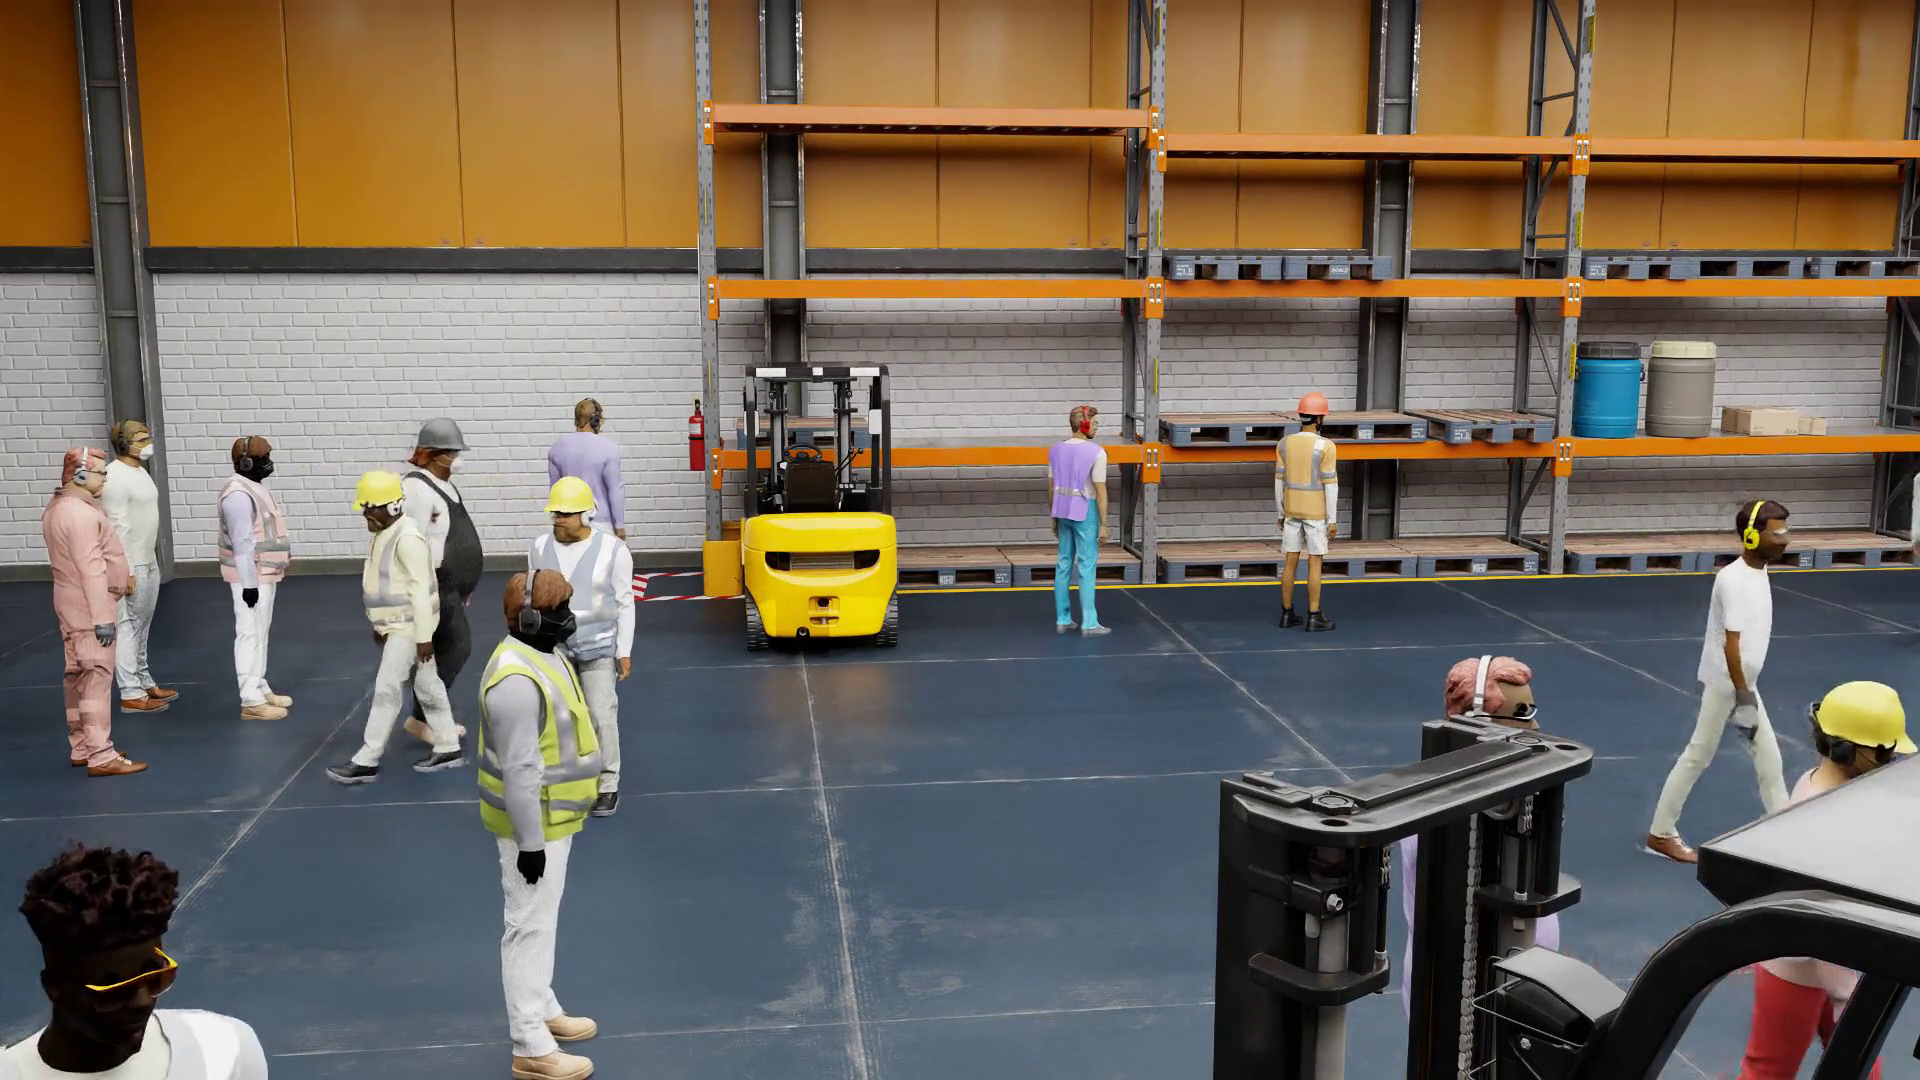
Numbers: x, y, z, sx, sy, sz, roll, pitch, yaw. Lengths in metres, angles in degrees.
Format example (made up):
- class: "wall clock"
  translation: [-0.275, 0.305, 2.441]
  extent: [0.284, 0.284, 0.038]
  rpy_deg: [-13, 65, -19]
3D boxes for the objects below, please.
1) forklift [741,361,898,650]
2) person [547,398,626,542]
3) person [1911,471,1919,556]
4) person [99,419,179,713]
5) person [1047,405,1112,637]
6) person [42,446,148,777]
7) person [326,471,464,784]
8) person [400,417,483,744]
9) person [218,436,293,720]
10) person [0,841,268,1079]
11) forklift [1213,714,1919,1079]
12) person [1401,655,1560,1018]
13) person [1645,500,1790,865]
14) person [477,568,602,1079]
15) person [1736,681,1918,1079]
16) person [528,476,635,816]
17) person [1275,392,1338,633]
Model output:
- class: "forklift"
  translation: [-1.154, -0.340, 13.365]
  extent: [1.214, 2.155, 2.313]
  rpy_deg: [-1, 9, -7]
- class: "person"
  translation: [-2.864, -0.127, 12.857]
  extent: [0.627, 1.933, 0.375]
  rpy_deg: [3, 10, 20]
- class: "person"
  translation: [7.606, -0.024, 12.868]
  extent: [0.830, 1.712, 0.481]
  rpy_deg: [-8, 12, -40]
- class: "person"
  translation: [-5.449, 0.166, 11.000]
  extent: [0.371, 1.941, 0.627]
  rpy_deg: [-2, 9, -11]
- class: "person"
  translation: [0.930, -0.148, 13.261]
  extent: [0.564, 1.841, 0.394]
  rpy_deg: [8, 12, 42]
- class: "person"
  translation: [-5.008, 0.409, 9.610]
  extent: [0.407, 1.902, 0.639]
  rpy_deg: [-8, 12, -41]
- class: "person"
  translation: [-3.260, 0.490, 9.454]
  extent: [0.848, 1.775, 0.632]
  rpy_deg: [-5, 10, -29]
- class: "person"
  translation: [-3.197, 0.245, 10.192]
  extent: [0.540, 2.000, 0.687]
  rpy_deg: [-2, 9, -10]
- class: "person"
  translation: [-4.581, 0.239, 10.848]
  extent: [0.430, 1.843, 0.626]
  rpy_deg: [-2, 9, -14]
- class: "person"
  translation: [-1.434, 1.462, 2.845]
  extent: [0.405, 1.954, 0.642]
  rpy_deg: [7, 12, 39]
- class: "forklift"
  translation: [1.441, 1.425, 2.350]
  extent: [1.214, 2.155, 2.313]
  rpy_deg: [-7, 12, -39]
- class: "person"
  translation: [1.362, 1.238, 4.410]
  extent: [0.409, 1.906, 0.652]
  rpy_deg: [3, 9, 16]
- class: "person"
  translation: [3.776, 0.718, 7.923]
  extent: [0.961, 1.817, 0.539]
  rpy_deg: [9, 13, 43]
- class: "person"
  translation: [-1.512, 1.010, 6.037]
  extent: [0.430, 1.844, 0.624]
  rpy_deg: [-1, 9, -6]
- class: "person"
  translation: [2.588, 1.258, 4.808]
  extent: [0.785, 1.729, 0.538]
  rpy_deg: [5, 11, 31]
- class: "person"
  translation: [-2.032, 0.566, 8.844]
  extent: [0.600, 1.827, 0.404]
  rpy_deg: [1, 9, 8]
- class: "person"
  translation: [2.819, -0.226, 13.451]
  extent: [0.552, 1.935, 0.365]
  rpy_deg: [9, 13, 44]
